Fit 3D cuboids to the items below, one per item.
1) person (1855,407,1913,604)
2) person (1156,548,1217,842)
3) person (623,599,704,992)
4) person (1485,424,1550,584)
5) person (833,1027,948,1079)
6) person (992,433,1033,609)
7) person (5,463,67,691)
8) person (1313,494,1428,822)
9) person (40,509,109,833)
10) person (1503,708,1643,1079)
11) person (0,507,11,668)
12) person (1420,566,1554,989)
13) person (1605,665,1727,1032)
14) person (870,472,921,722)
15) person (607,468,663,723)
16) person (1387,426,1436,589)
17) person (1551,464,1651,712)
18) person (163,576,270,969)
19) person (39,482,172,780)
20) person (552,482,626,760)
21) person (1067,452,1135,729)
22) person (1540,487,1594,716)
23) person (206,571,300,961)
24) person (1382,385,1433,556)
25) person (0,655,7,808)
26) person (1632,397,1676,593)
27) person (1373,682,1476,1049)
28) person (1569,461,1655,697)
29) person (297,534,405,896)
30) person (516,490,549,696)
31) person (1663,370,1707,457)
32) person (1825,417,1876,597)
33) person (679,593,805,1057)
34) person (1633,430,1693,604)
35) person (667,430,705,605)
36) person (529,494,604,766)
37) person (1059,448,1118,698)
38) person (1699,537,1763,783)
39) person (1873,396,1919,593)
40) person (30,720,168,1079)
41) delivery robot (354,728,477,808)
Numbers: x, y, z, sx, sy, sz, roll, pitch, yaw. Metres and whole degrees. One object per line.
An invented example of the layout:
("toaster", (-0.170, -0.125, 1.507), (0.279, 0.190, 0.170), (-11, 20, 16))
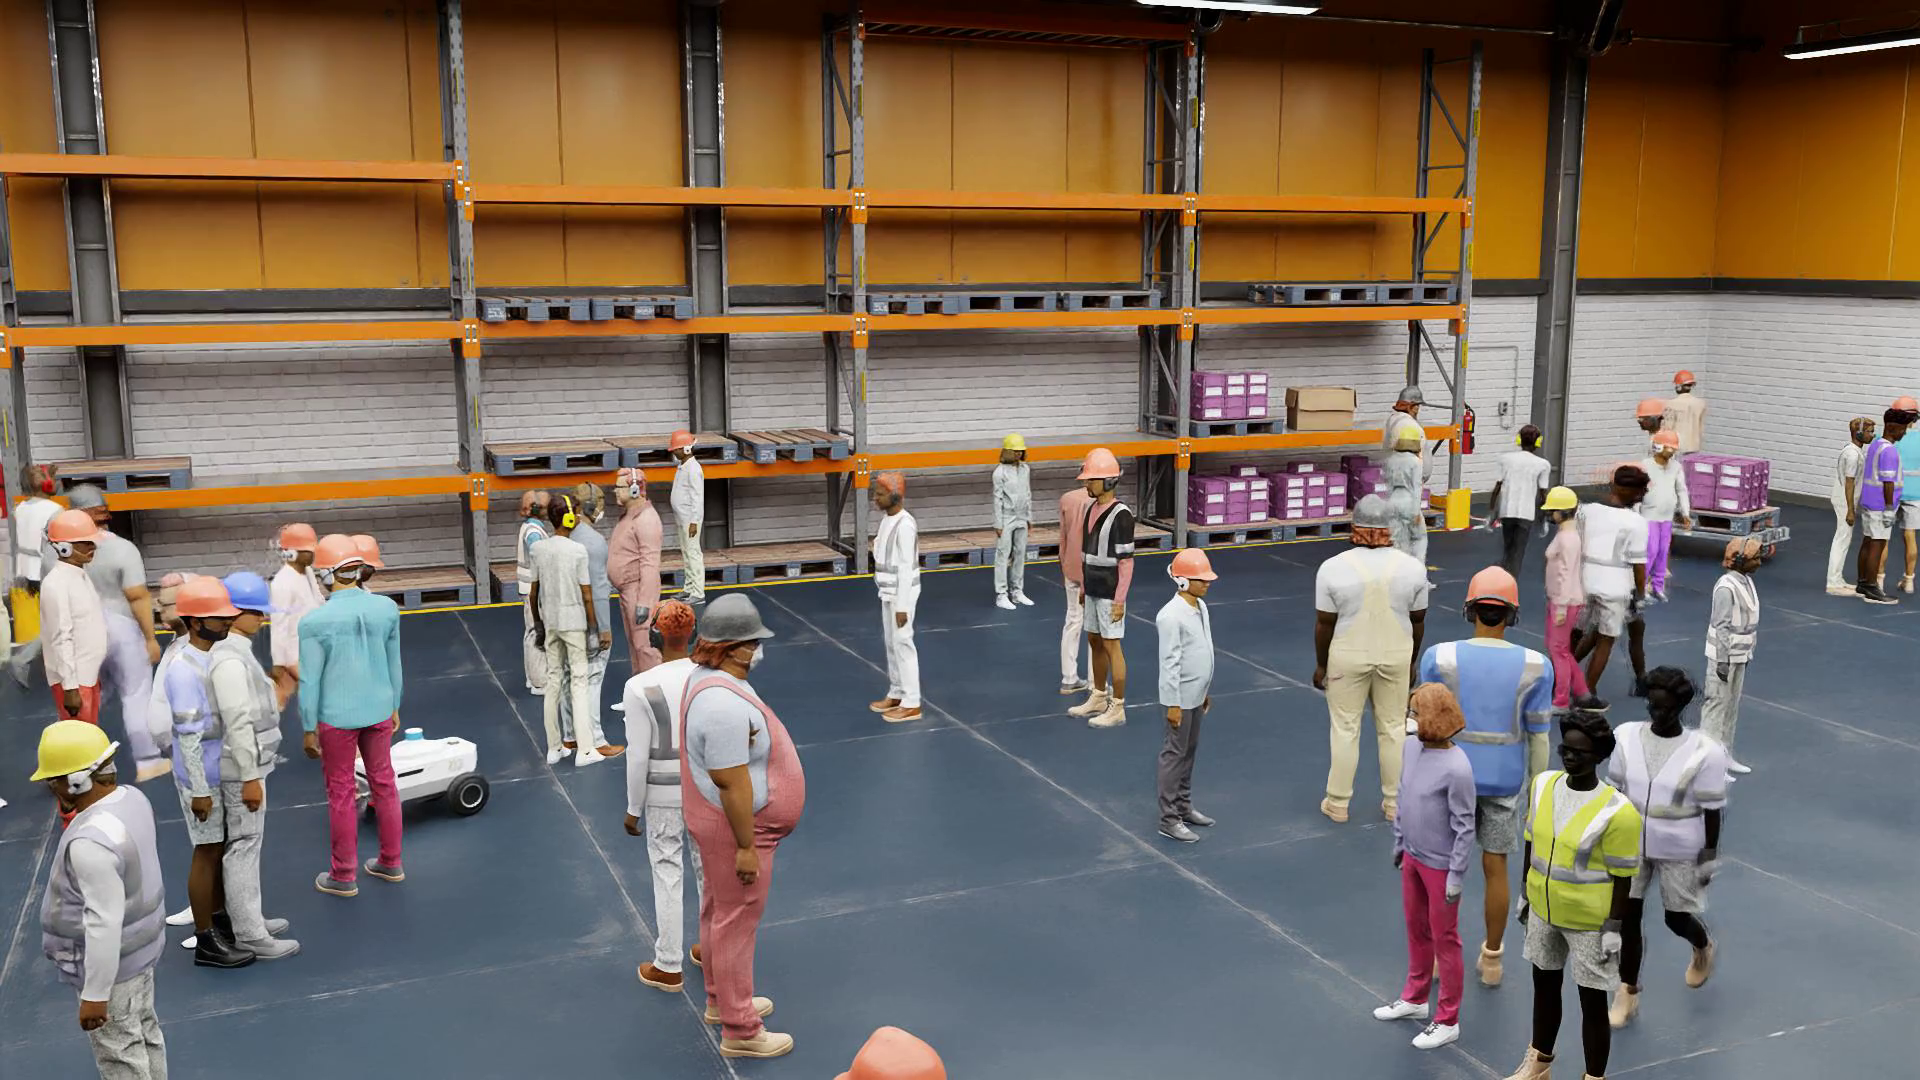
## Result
("person", (9.251, -0.351, 16.673), (0.396, 1.959, 0.608), (3, 10, 14))
("person", (1.368, 0.912, 9.985), (0.324, 1.752, 0.560), (5, 11, 26))
("person", (-1.338, 1.206, 7.921), (0.575, 1.883, 0.355), (-9, 13, -41))
("person", (5.473, -0.219, 16.246), (0.562, 1.836, 0.688), (7, 12, 35))
("person", (-0.137, 1.969, 3.882), (0.565, 1.755, 0.318), (-8, 13, -38))
("person", (0.526, -0.187, 16.376), (0.485, 1.736, 0.314), (-10, 14, -44))
("person", (-7.316, 0.300, 13.289), (0.579, 1.830, 0.694), (7, 12, 34))
("person", (2.498, 0.720, 10.264), (0.673, 2.000, 0.536), (0, 10, 1))
("person", (-5.237, 0.804, 9.913), (0.397, 1.992, 0.623), (-3, 10, -17))
("person", (2.470, 1.506, 6.723), (0.319, 1.700, 0.532), (-6, 11, -31))
("person", (-8.149, 0.254, 13.771), (0.336, 1.753, 0.564), (1, 10, 3))
("person", (2.479, 1.132, 7.943), (0.611, 2.029, 0.409), (2, 10, 10))
("person", (3.214, 1.368, 7.582), (0.541, 1.678, 0.663), (10, 14, 44))
("person", (-0.476, 0.420, 12.462), (0.346, 1.879, 0.577), (-3, 10, -17))
("person", (-2.437, 0.406, 12.462), (0.409, 1.909, 0.639), (-4, 11, -23))
("person", (4.643, -0.318, 17.167), (0.716, 1.704, 0.503), (-6, 12, -32))
("person", (4.863, 0.366, 12.647), (0.423, 1.922, 0.715), (-9, 13, -41))
("person", (-3.664, 1.130, 8.197), (0.356, 1.937, 0.552), (-1, 10, -8))
("person", (-5.625, 0.609, 10.905), (0.738, 2.000, 0.689), (2, 10, 13))
("person", (-2.594, 0.559, 11.504), (0.352, 1.932, 0.635), (-8, 13, -39))
("person", (1.038, 0.366, 12.294), (0.373, 2.042, 0.614), (-4, 11, -23))
("person", (4.590, 0.469, 12.544), (0.481, 1.753, 0.541), (2, 10, 12))
("person", (-3.557, 1.117, 8.275), (0.401, 1.938, 0.602), (-5, 11, -27))
("person", (4.997, -0.721, 18.567), (0.535, 2.000, 0.681), (-1, 10, -8))
("person", (-6.220, 0.915, 10.328), (0.322, 1.627, 0.509), (6, 12, 32))
("person", (7.088, -0.452, 17.055), (0.473, 2.020, 0.624), (2, 10, 12))
("person", (2.079, 1.426, 7.370), (0.277, 1.632, 0.502), (-3, 10, -16))
("person", (5.108, 0.321, 12.997), (0.968, 1.900, 0.557), (2, 10, 11))
("person", (-3.336, 0.950, 9.109), (0.403, 1.986, 0.611), (7, 12, 37))
("person", (-3.346, 0.418, 13.171), (0.307, 1.637, 0.512), (-4, 11, -21))
("person", (9.289, -1.193, 21.423), (0.618, 1.993, 0.396), (-2, 10, -14))
("person", (9.095, -0.345, 16.999), (0.345, 1.838, 0.503), (5, 11, 28))
("person", (-0.952, 1.229, 7.334), (0.538, 2.000, 0.684), (-3, 10, -18))
("person", (7.010, -0.231, 16.630), (0.558, 1.735, 0.473), (-4, 11, -23))
("person", (-2.730, -0.230, 16.575), (0.336, 1.746, 0.572), (-4, 11, -23))
("person", (-2.692, 0.618, 11.375), (0.520, 1.862, 0.333), (4, 11, 22))
("person", (1.052, 0.265, 13.073), (0.622, 1.982, 0.417), (8, 13, 40))
("person", (5.125, 0.786, 11.068), (0.312, 1.634, 0.514), (9, 13, 41))
("person", (9.665, -0.466, 17.133), (0.614, 2.035, 0.410), (2, 10, 11))
("person", (-3.156, 1.544, 6.151), (0.403, 1.819, 0.600), (-2, 10, -14))
("delivery robot", (-3.371, 1.410, 10.298), (0.477, 0.478, 0.707), (10, 14, 44))
